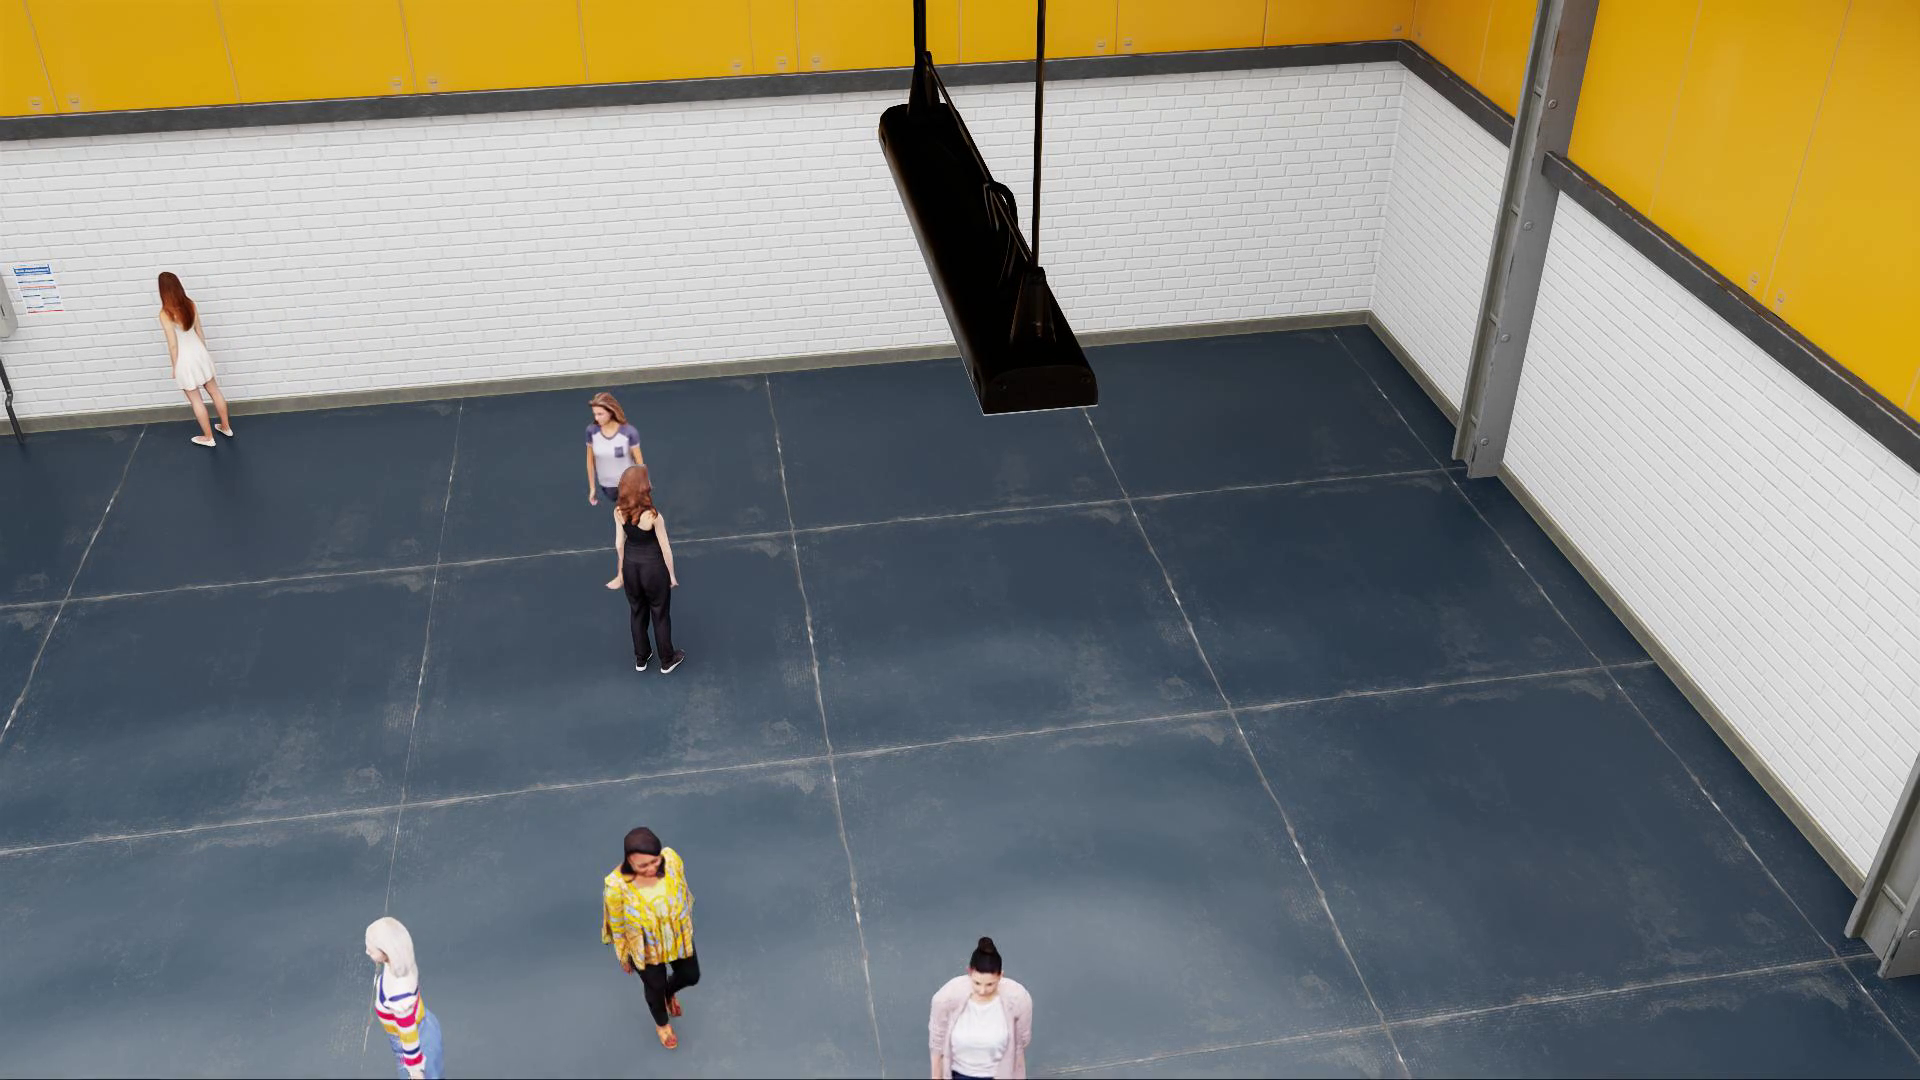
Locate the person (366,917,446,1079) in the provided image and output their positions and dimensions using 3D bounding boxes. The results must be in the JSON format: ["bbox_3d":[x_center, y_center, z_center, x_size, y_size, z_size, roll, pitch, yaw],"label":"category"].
[{"bbox_3d":[-2.845,2.626,8.744,0.739,1.809,0.507,-9,35,-13],"label":"person"}]

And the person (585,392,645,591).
[{"bbox_3d":[-2.734,-0.490,13.566,0.938,1.661,1.212,9,35,13],"label":"person"}]

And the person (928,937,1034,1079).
[{"bbox_3d":[0.116,2.679,8.756,0.893,1.709,1.109,6,34,9],"label":"person"}]

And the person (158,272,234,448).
[{"bbox_3d":[-7.078,-1.672,15.300,0.706,1.711,0.625,16,37,22],"label":"person"}]

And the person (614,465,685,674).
[{"bbox_3d":[-2.360,0.226,12.415,0.654,1.744,0.636,7,34,11],"label":"person"}]

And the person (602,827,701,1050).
[{"bbox_3d":[-1.766,2.225,9.499,0.861,1.643,0.903,-23,40,-31],"label":"person"}]
